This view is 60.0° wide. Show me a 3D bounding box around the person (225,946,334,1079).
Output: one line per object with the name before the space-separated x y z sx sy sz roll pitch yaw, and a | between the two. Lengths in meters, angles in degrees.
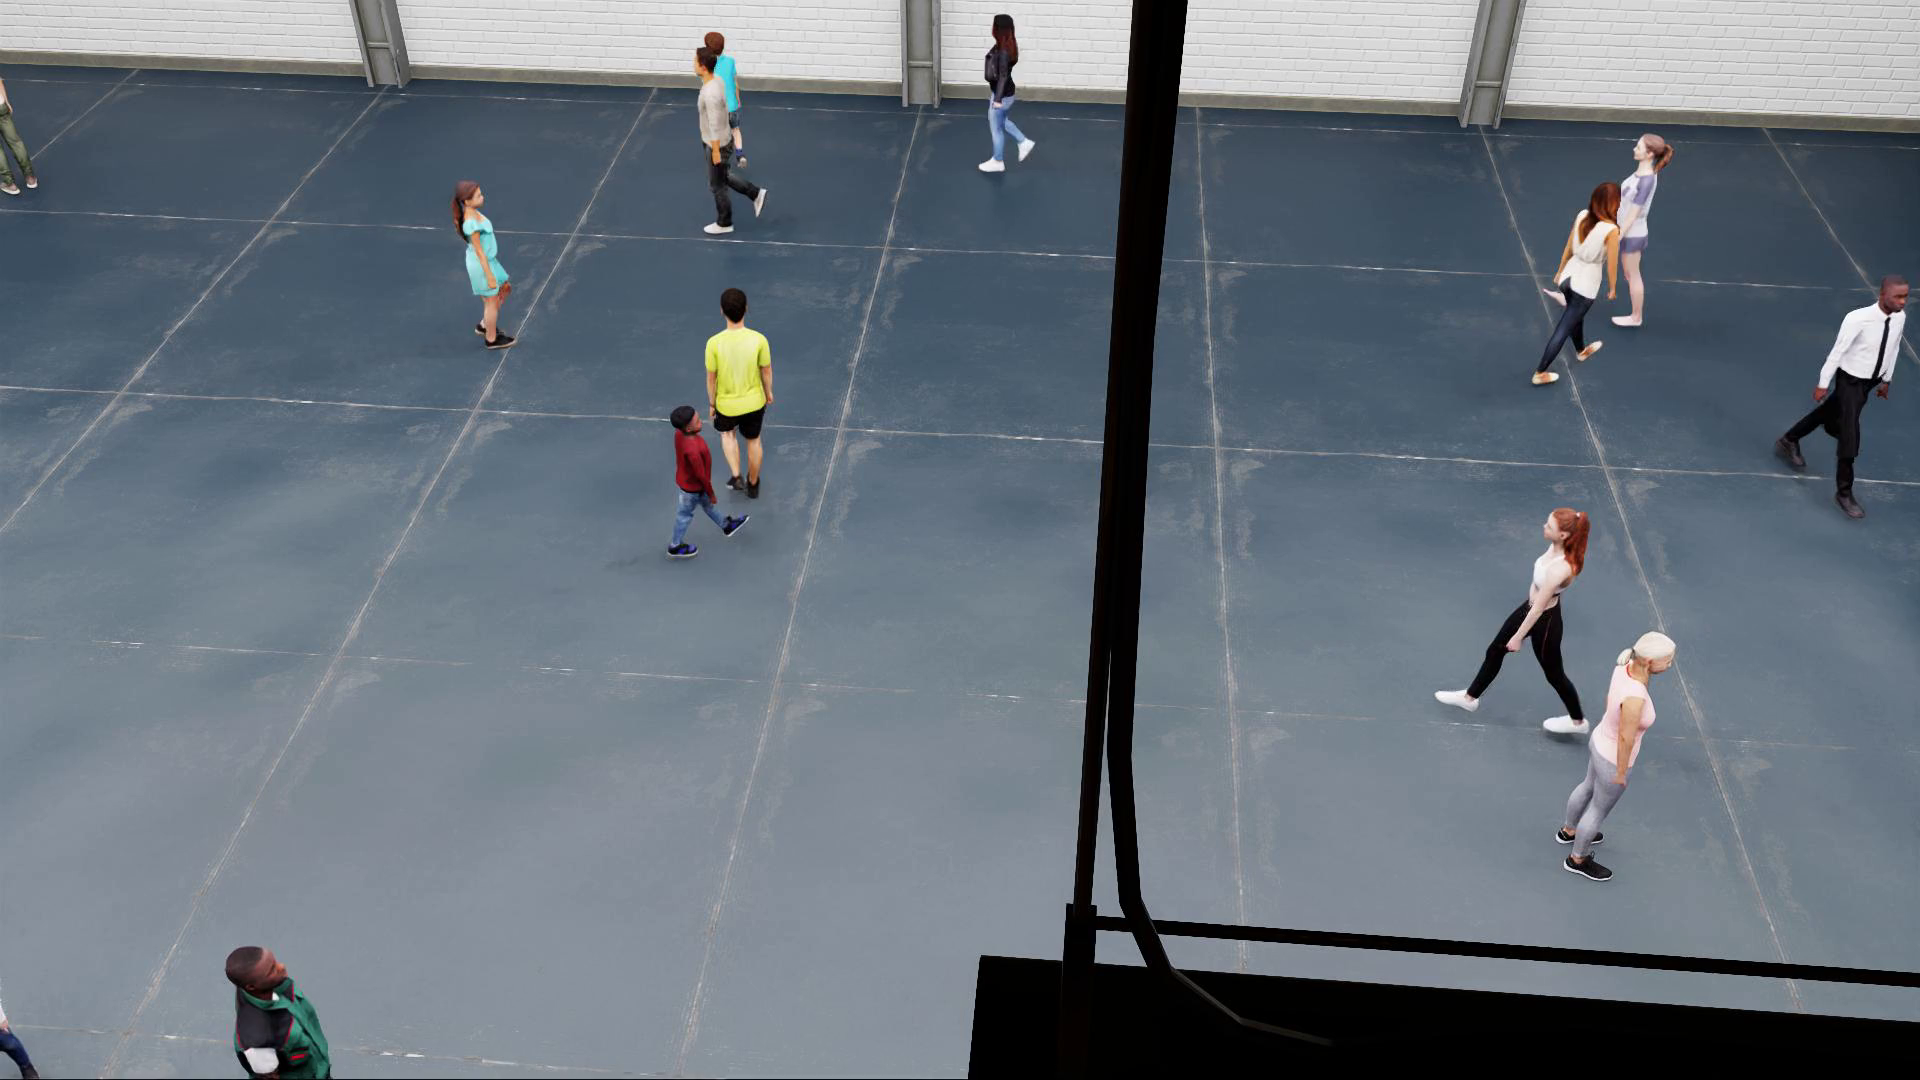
person | -3.144 2.495 7.648 1.272 1.806 0.997 -12 40 -14

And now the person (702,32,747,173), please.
person | -2.318 -4.314 16.463 0.718 1.444 0.770 -22 43 -25

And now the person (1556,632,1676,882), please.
person | 3.668 1.185 9.356 0.534 1.721 0.566 5 39 7

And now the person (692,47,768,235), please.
person | -2.153 -3.688 15.396 0.932 1.799 0.778 -6 39 -8

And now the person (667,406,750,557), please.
person | -1.944 -0.390 11.723 0.934 1.228 0.750 -14 41 -17

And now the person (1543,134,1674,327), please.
person | 5.736 -2.563 14.044 1.131 1.728 0.755 11 40 13

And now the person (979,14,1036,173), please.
person | 0.482 -4.397 16.426 0.763 1.621 0.633 3 39 4

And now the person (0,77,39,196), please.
person | -9.402 -4.167 16.111 0.668 1.654 0.721 -30 47 -32

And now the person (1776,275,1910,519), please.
person | 6.528 -1.177 12.264 1.248 1.784 1.042 -10 40 -13

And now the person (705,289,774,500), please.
person | -1.591 -0.996 12.108 0.679 1.695 0.787 -8 39 -10

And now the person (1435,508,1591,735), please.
person | 3.643 0.554 10.168 1.240 1.694 0.809 13 40 16

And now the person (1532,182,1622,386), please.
person | 4.895 -2.010 13.331 1.112 1.753 0.924 -16 41 -19

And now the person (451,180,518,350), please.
person | -4.035 -2.271 13.822 0.678 1.548 0.635 -10 40 -12
